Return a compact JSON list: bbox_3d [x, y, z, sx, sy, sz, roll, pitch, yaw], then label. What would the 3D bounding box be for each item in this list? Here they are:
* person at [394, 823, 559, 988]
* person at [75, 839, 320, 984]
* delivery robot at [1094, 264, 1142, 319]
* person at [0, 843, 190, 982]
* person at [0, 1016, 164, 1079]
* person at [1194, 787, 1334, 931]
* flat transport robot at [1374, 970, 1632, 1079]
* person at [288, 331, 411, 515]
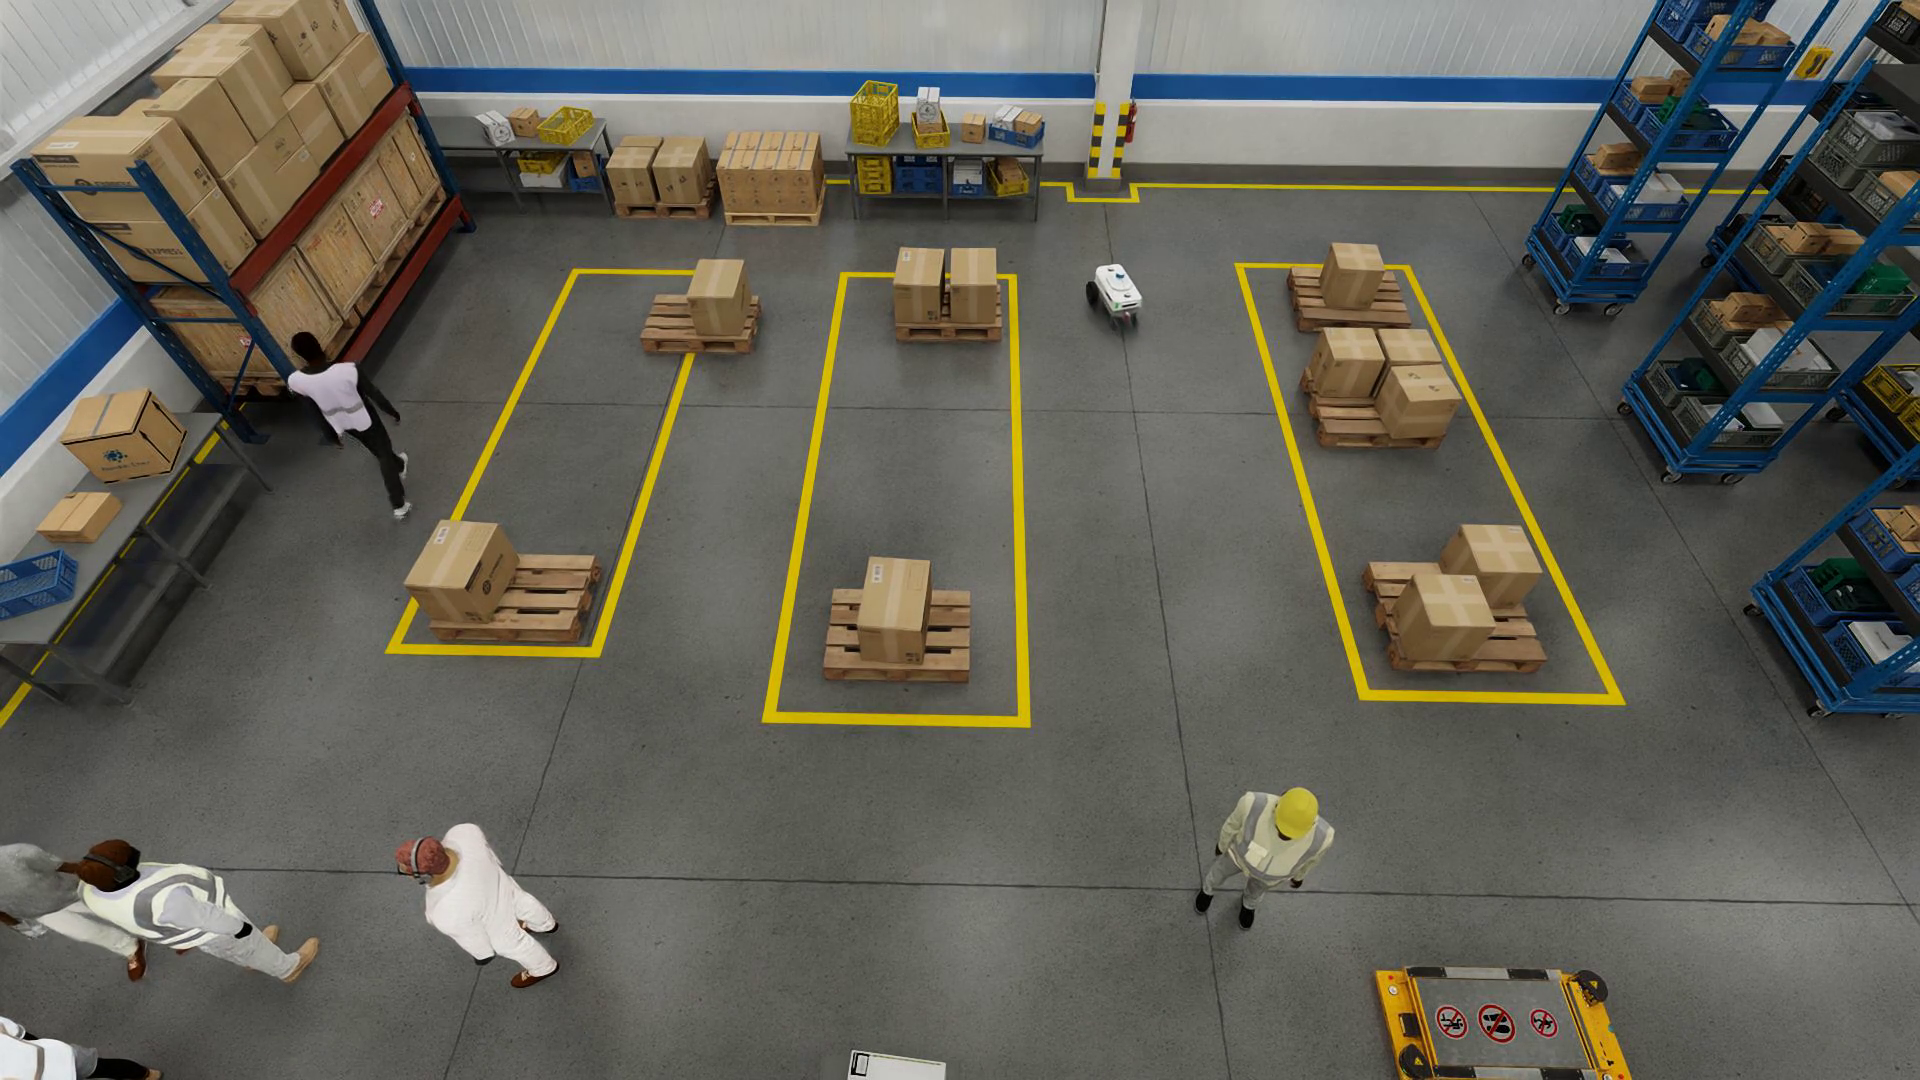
[{"bbox_3d":[-2.910,2.246,5.590,0.407,1.908,0.641,-11,52,-8],"label":"person"},{"bbox_3d":[-4.654,2.288,5.603,0.627,1.836,0.428,10,52,8],"label":"person"},{"bbox_3d":[1.823,-2.889,10.583,0.477,0.478,0.707,-12,52,-9],"label":"delivery robot"},{"bbox_3d":[-5.519,2.242,5.629,0.534,1.853,0.356,-23,54,-17],"label":"person"},{"bbox_3d":[-5.093,3.016,5.094,0.319,1.697,0.533,-26,55,-20],"label":"person"},{"bbox_3d":[1.920,2.020,5.820,0.589,1.835,0.404,19,53,15],"label":"person"},{"bbox_3d":[3.501,3.133,5.914,1.431,0.197,0.652,1,51,1],"label":"flat transport robot"},{"bbox_3d":[-5.480,-1.077,8.320,0.591,1.881,0.936,-8,51,-7],"label":"person"}]
